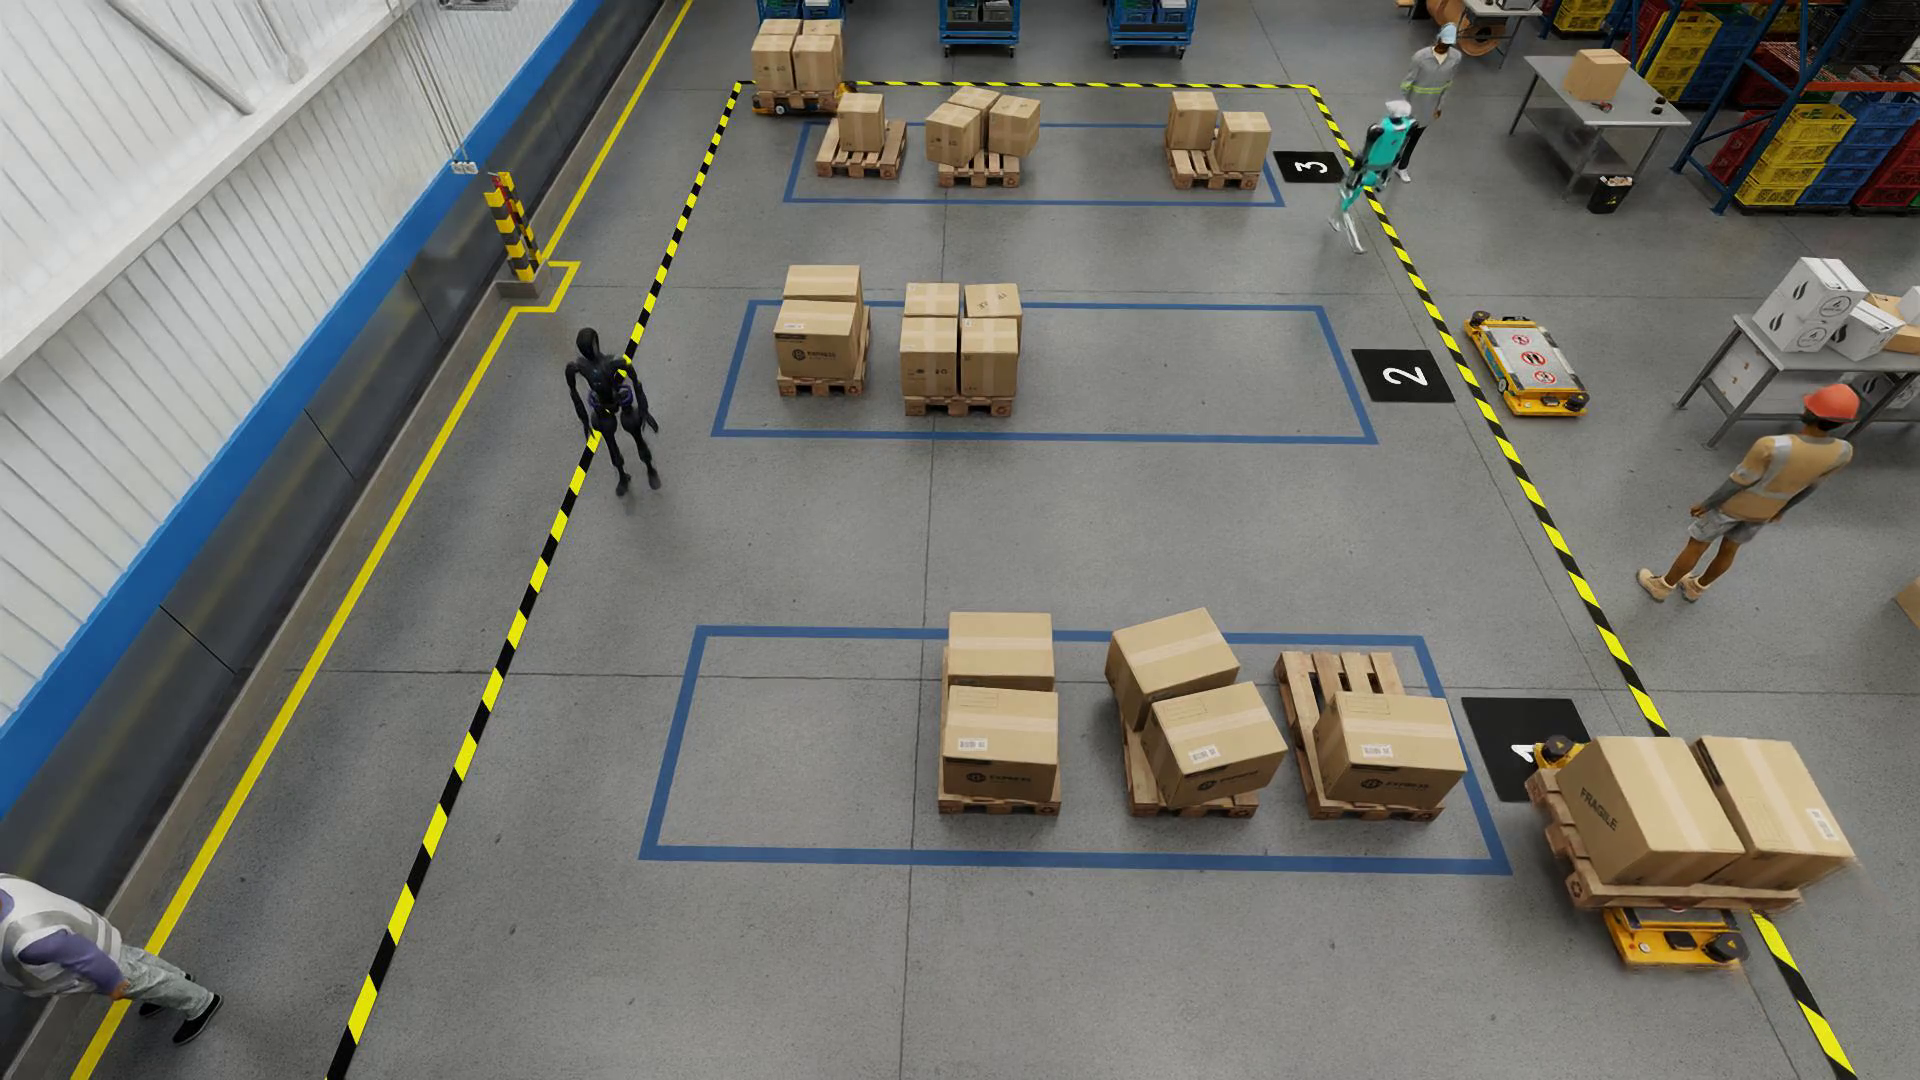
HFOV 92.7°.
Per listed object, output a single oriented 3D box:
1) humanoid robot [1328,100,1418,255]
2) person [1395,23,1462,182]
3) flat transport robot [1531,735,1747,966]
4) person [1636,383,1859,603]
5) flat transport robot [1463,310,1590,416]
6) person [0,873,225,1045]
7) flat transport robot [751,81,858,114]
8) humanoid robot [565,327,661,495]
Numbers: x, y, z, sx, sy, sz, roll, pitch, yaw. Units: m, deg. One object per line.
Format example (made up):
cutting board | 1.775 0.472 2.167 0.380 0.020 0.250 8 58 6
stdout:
humanoid robot | 4.398 -4.028 10.062 0.554 1.728 1.056 -11 50 -10
person | 5.525 -5.203 10.990 0.596 1.849 0.394 -2 49 -2
flat transport robot | 4.289 1.930 5.844 0.652 0.197 1.431 1 49 1
person | 5.661 -0.284 6.608 0.613 2.039 0.389 3 49 2
flat transport robot | 5.573 -1.757 9.054 0.659 0.231 1.431 1 49 1
person | -4.493 2.126 4.654 0.598 1.836 0.404 23 53 18
flat transport robot | -2.182 -6.257 12.931 1.431 0.197 0.652 1 49 1
humanoid robot | -2.808 -1.033 7.486 0.599 1.657 0.315 -8 50 -7
